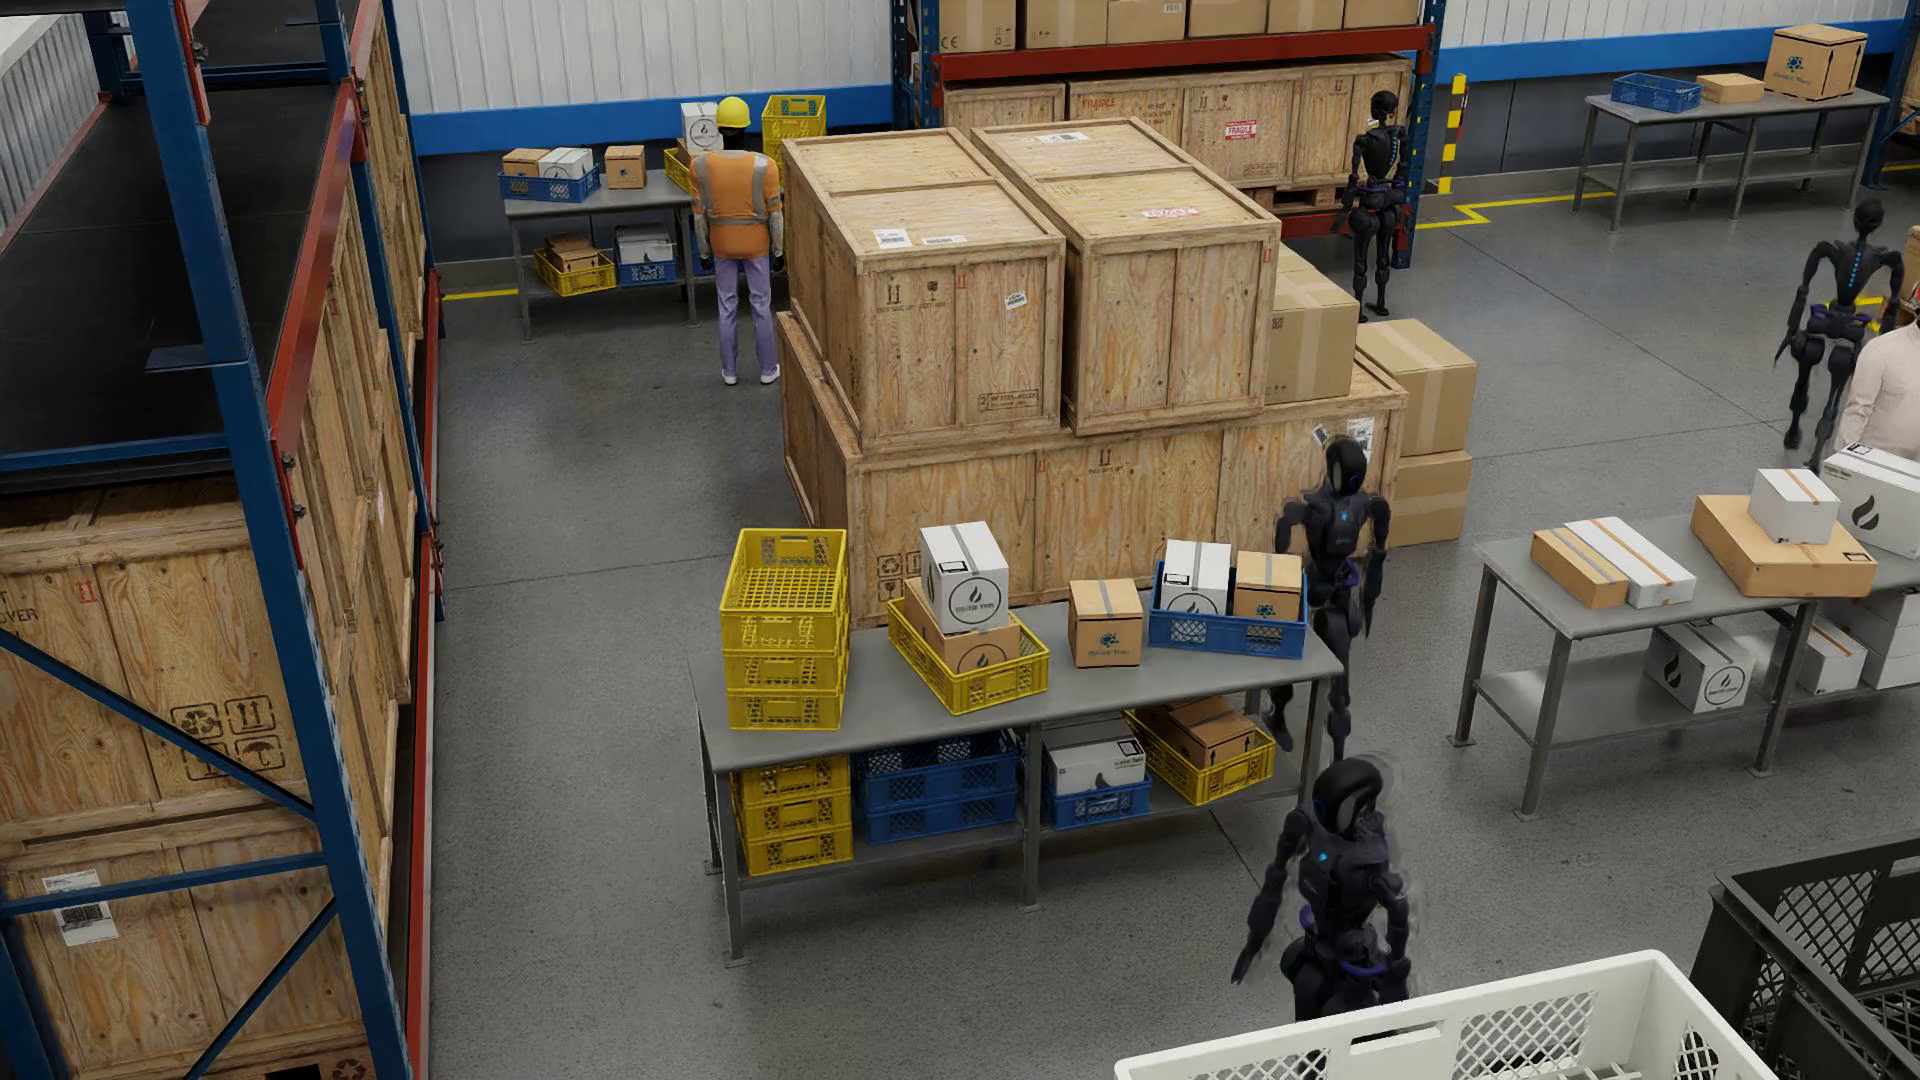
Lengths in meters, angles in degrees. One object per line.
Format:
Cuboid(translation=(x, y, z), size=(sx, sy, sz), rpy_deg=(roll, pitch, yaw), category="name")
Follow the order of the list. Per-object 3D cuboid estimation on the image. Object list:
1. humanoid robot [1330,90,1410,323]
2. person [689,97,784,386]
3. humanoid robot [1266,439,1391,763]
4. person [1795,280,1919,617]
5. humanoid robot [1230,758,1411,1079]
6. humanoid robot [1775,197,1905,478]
Cuboid(translation=(2.980, -2.415, 12.024), size=(0.602, 1.658, 0.324), rpy_deg=(-17, 33, -28), category="humanoid robot")
Cuboid(translation=(-1.441, -1.933, 10.907), size=(0.586, 1.927, 0.366), rpy_deg=(0, 29, 0), category="person")
Cuboid(translation=(1.560, 0.310, 7.130), size=(0.554, 1.619, 0.751), rpy_deg=(-3, 29, -5), category="humanoid robot")
Cuboid(translation=(4.516, -0.389, 8.049), size=(0.615, 1.986, 0.405), rpy_deg=(-6, 29, -10), category="person")
Cuboid(translation=(1.143, 1.368, 5.175), size=(0.440, 1.641, 0.625), rpy_deg=(-13, 31, -23), category="humanoid robot")
Cuboid(translation=(5.207, -1.194, 9.868), size=(0.608, 1.619, 0.760), rpy_deg=(16, 32, 26), category="humanoid robot")
